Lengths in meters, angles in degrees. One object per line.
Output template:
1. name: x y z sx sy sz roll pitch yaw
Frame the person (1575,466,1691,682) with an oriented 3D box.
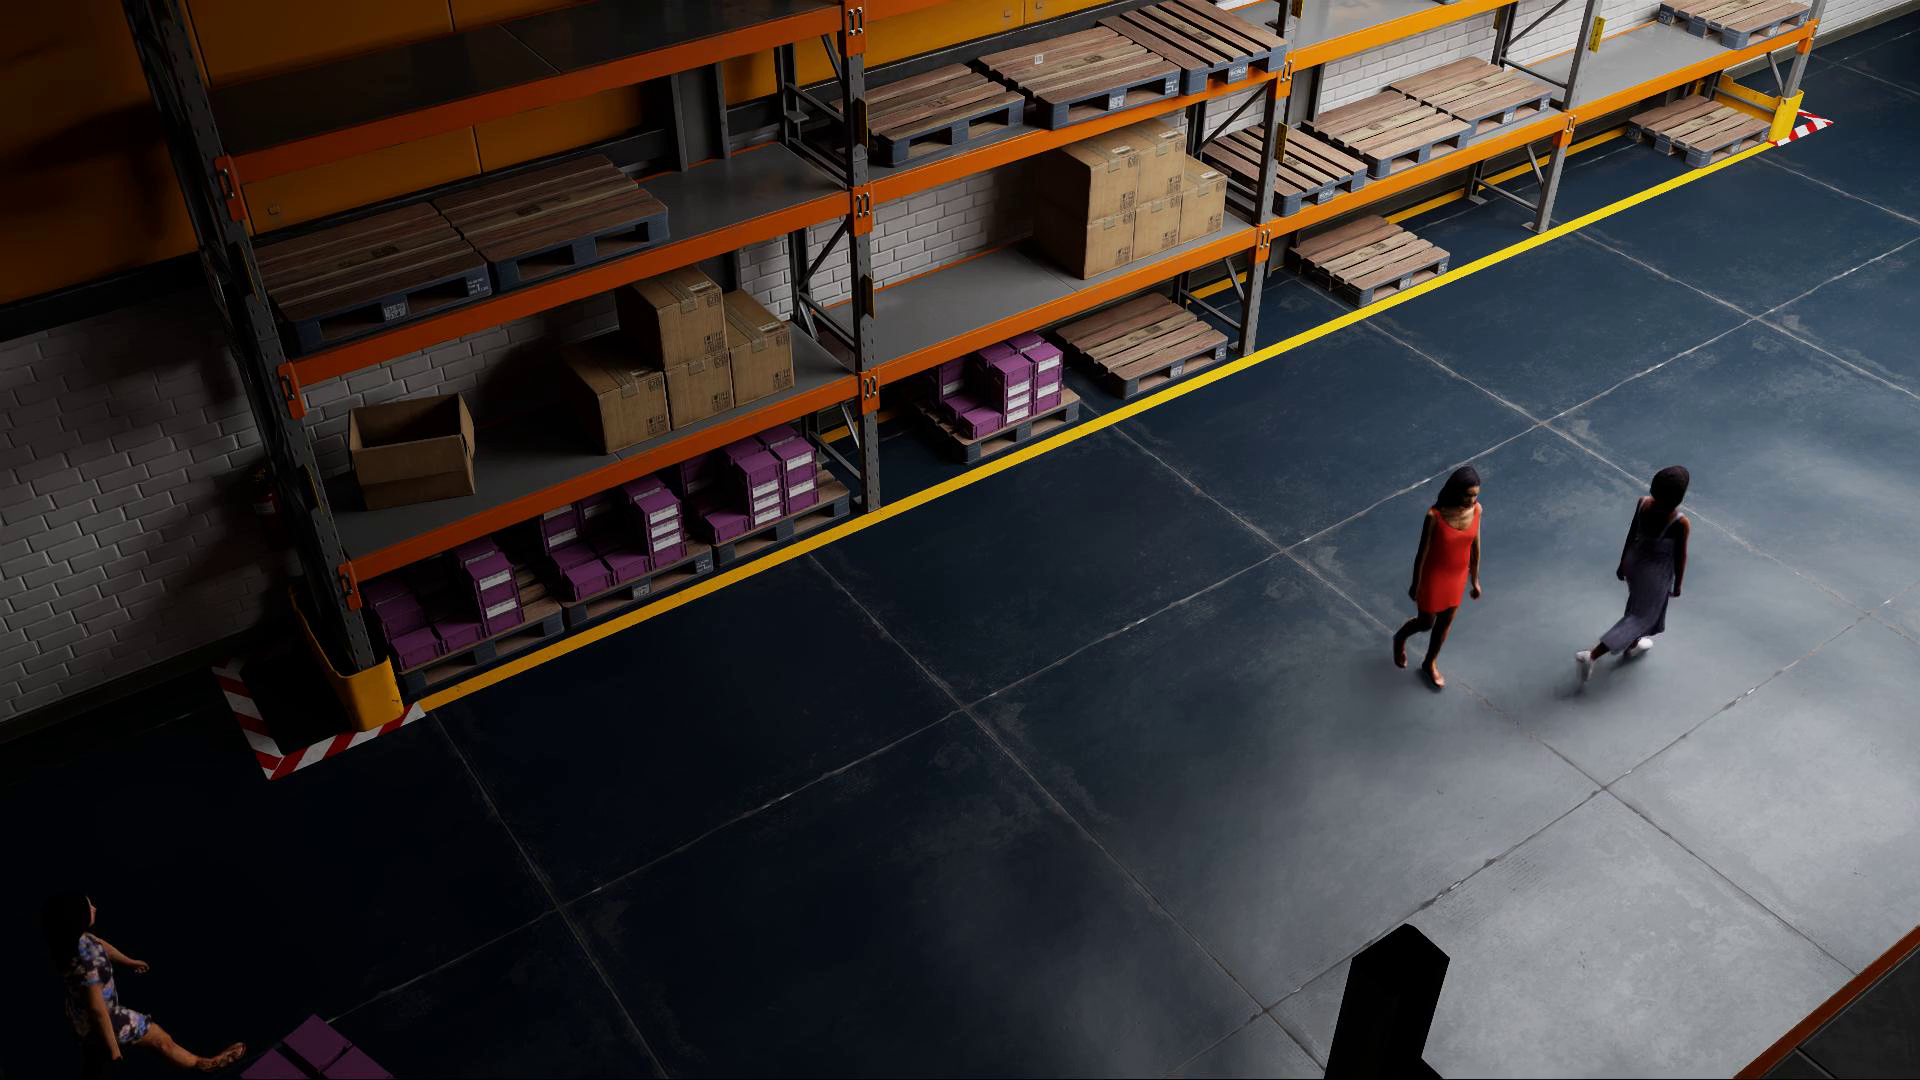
1. person: 4.572 0.257 11.213 1.080 1.671 0.684 -16 41 -19

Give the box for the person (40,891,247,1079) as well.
1. person: -4.423 2.469 8.427 0.750 1.692 1.119 29 47 31

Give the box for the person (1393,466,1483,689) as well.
1. person: 3.247 0.199 11.253 0.698 1.711 0.730 -11 40 -14
